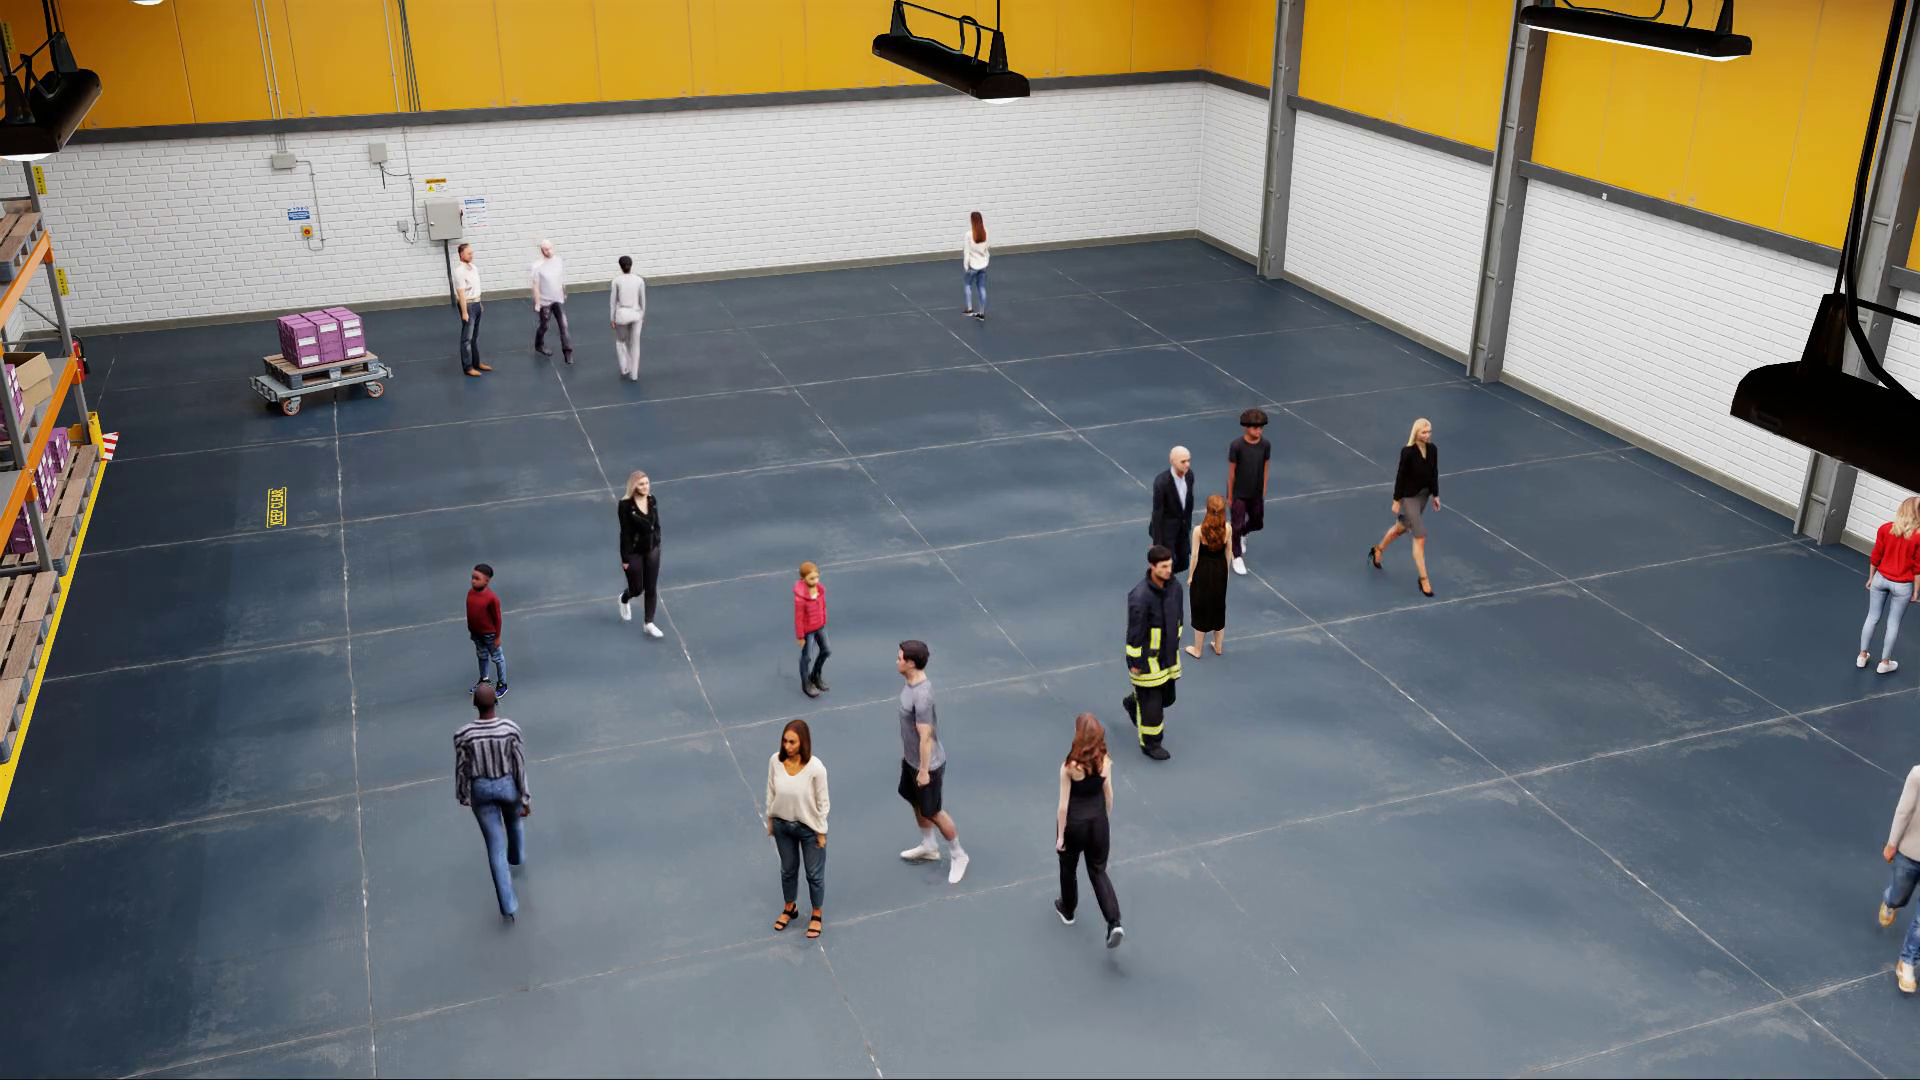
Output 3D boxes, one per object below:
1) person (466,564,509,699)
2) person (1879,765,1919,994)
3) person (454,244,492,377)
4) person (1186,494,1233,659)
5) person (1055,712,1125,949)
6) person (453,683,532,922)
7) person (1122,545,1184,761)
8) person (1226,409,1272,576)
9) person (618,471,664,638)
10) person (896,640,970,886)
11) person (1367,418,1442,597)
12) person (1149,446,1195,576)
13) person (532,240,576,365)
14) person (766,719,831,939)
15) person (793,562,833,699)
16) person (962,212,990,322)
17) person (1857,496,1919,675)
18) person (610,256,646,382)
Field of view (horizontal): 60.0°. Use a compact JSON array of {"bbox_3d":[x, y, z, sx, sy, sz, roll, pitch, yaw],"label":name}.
[{"bbox_3d":[-4.234,0.794,14.850,0.589,1.255,0.651,11,26,24],"label":"person"},{"bbox_3d":[6.493,2.066,11.153,1.069,1.884,1.136,10,26,22],"label":"person"},{"bbox_3d":[-6.909,-3.264,23.388,0.808,1.851,0.699,6,24,13],"label":"person"},{"bbox_3d":[2.323,0.333,15.442,0.569,1.625,0.572,-7,25,-15],"label":"person"},{"bbox_3d":[0.902,2.026,11.446,0.601,1.724,1.027,-9,25,-20],"label":"person"},{"bbox_3d":[-3.255,1.889,11.723,0.648,1.753,1.113,-8,25,-17],"label":"person"},{"bbox_3d":[1.554,0.893,13.799,0.927,1.915,1.025,-16,28,-33],"label":"person"},{"bbox_3d":[2.950,-0.554,17.297,0.666,1.765,0.846,-6,24,-13],"label":"person"},{"bbox_3d":[-3.092,0.118,15.876,0.782,1.672,0.920,-20,30,-37],"label":"person"},{"bbox_3d":[-0.224,1.602,12.237,0.848,1.867,0.690,-11,26,-24],"label":"person"},{"bbox_3d":[4.523,-0.378,16.851,0.798,1.798,1.236,-14,27,-29],"label":"person"},{"bbox_3d":[2.018,-0.114,16.266,0.853,1.784,0.889,-15,28,-31],"label":"person"},{"bbox_3d":[-5.906,-3.429,23.852,0.993,1.781,1.310,-22,32,-40],"label":"person"},{"bbox_3d":[-1.114,1.984,11.592,0.698,1.683,0.749,10,25,21],"label":"person"},{"bbox_3d":[-1.371,0.774,14.829,0.631,1.308,0.613,20,31,39],"label":"person"},{"bbox_3d":[0.309,-4.232,25.821,0.651,1.677,0.677,-11,26,-23],"label":"person"},{"bbox_3d":[8.523,0.397,15.200,0.749,1.703,0.594,-21,31,-39],"label":"person"},{"bbox_3d":[-4.584,-3.048,23.070,0.680,1.711,0.663,-8,25,-17],"label":"person"}]
